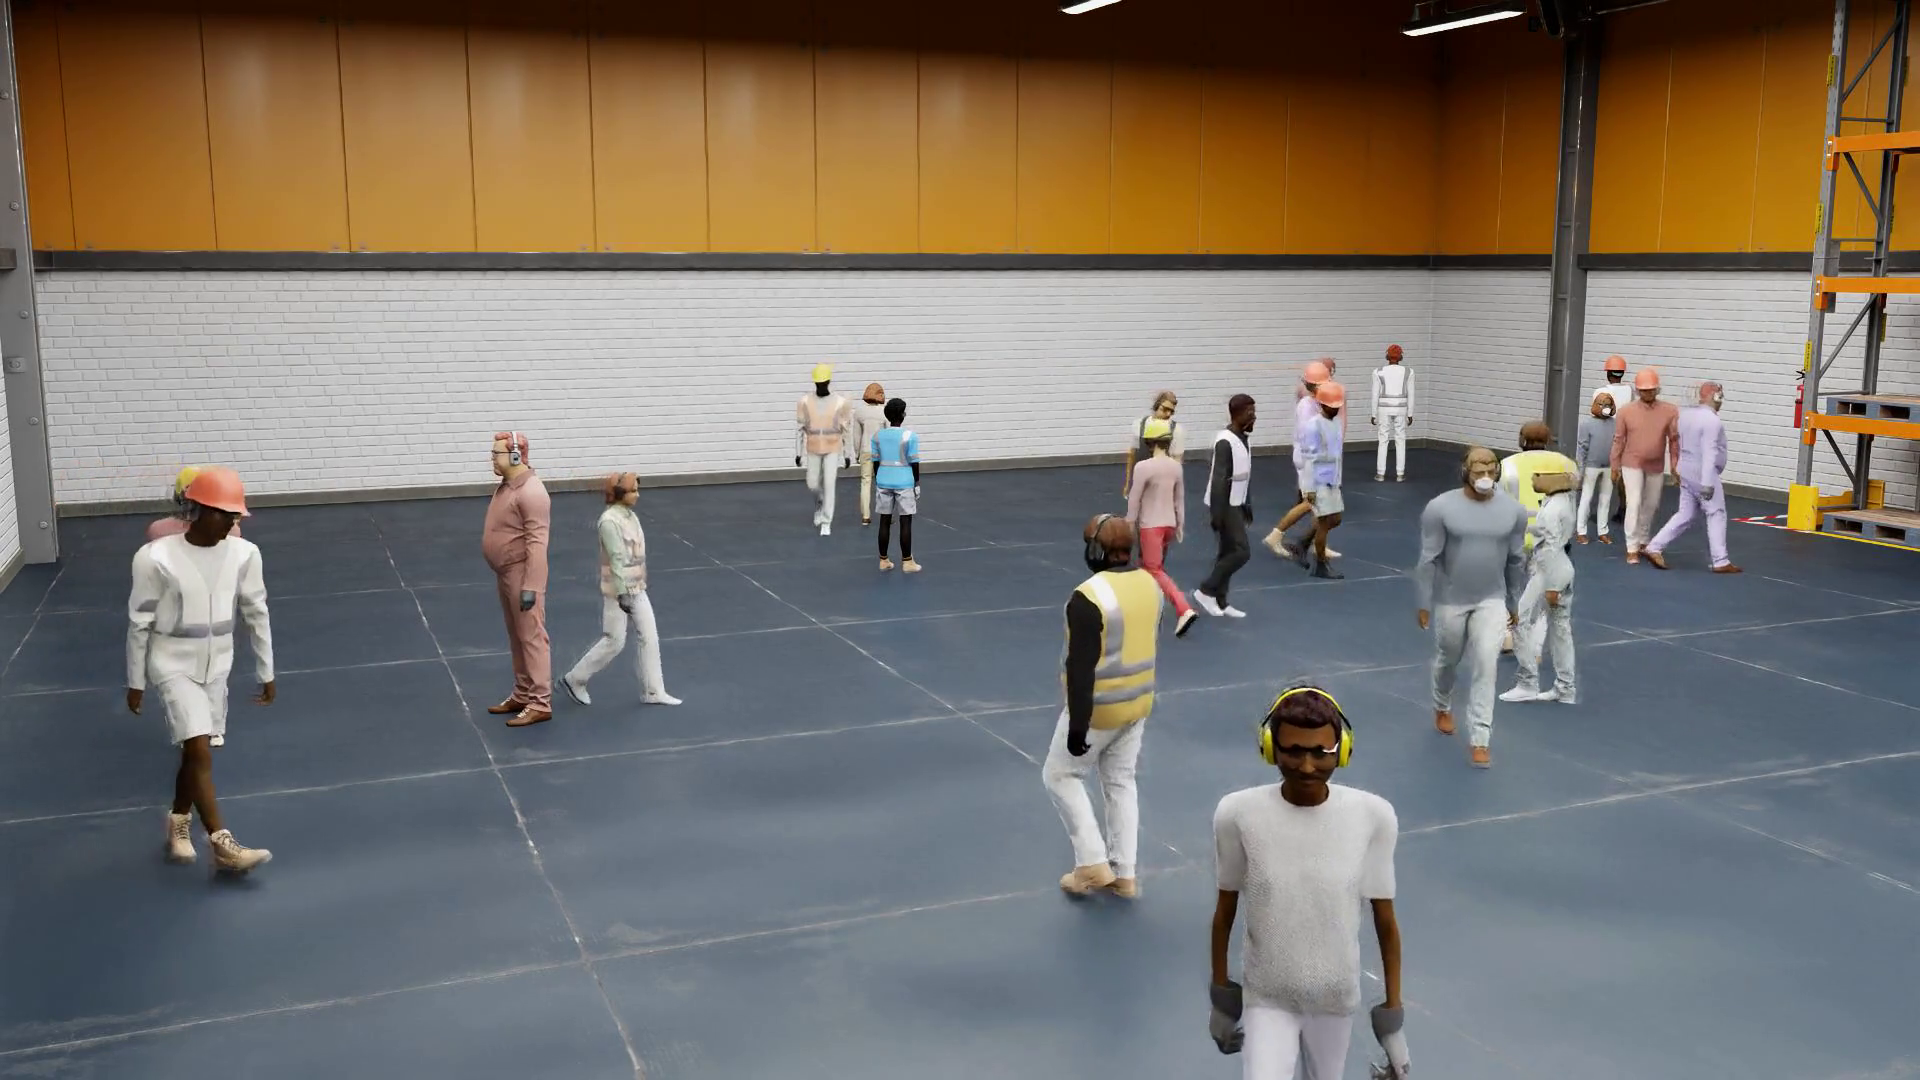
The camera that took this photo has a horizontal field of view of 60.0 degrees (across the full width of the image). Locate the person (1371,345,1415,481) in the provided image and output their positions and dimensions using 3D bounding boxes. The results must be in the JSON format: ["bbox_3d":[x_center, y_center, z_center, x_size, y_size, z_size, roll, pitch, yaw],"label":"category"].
[{"bbox_3d":[5.943,-1.740,22.864,0.574,1.883,0.356,1,9,9],"label":"person"}]

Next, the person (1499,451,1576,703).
[{"bbox_3d":[3.927,0.259,11.257,0.607,1.722,0.489,6,11,30],"label":"person"}]

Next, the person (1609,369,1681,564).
[{"bbox_3d":[6.857,-0.756,16.730,0.634,1.958,0.742,1,9,6],"label":"person"}]

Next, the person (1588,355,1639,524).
[{"bbox_3d":[7.493,-1.151,19.130,0.548,1.937,0.379,-1,9,-8],"label":"person"}]

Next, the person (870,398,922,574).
[{"bbox_3d":[-0.609,-0.522,16.038,0.535,1.700,0.318,5,11,27],"label":"person"}]

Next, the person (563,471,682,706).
[{"bbox_3d":[-2.289,0.334,11.106,0.722,1.612,0.519,2,10,12],"label":"person"}]

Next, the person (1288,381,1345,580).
[{"bbox_3d":[3.397,-0.564,15.733,0.585,1.895,0.571,9,13,44],"label":"person"}]

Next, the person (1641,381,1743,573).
[{"bbox_3d":[7.116,-0.605,16.094,0.882,1.865,0.694,0,9,2],"label":"person"}]

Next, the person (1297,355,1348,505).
[{"bbox_3d":[4.324,-1.268,19.976,0.640,1.893,0.693,5,11,28],"label":"person"}]

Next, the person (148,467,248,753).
[{"bbox_3d":[-4.618,0.426,10.116,0.561,1.746,0.514,-5,10,-26],"label":"person"}]

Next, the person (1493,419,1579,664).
[{"bbox_3d":[4.293,0.001,12.493,0.629,1.818,0.562,2,10,12],"label":"person"}]

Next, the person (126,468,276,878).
[{"bbox_3d":[-3.657,0.643,8.099,0.927,1.984,0.633,7,12,36],"label":"person"}]

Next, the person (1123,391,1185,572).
[{"bbox_3d":[1.828,-0.501,15.609,0.583,1.809,0.430,4,10,25],"label":"person"}]

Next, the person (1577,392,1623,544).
[{"bbox_3d":[6.806,-0.761,17.712,0.494,1.624,0.279,-1,9,-9],"label":"person"}]

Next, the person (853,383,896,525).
[{"bbox_3d":[-0.974,-0.977,18.996,0.498,1.633,0.284,3,10,20],"label":"person"}]

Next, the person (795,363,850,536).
[{"bbox_3d":[-1.508,-1.013,18.396,0.616,1.905,0.568,1,9,4],"label":"person"}]

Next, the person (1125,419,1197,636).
[{"bbox_3d":[1.641,-0.113,13.452,0.523,1.734,0.831,-9,13,-43],"label":"person"}]

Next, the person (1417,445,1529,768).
[{"bbox_3d":[3.101,0.350,10.158,0.645,1.911,0.957,1,9,7],"label":"person"}]

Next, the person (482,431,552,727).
[{"bbox_3d":[-2.877,0.243,10.772,0.406,1.911,0.636,-6,11,-30],"label":"person"}]

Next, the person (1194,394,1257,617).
[{"bbox_3d":[2.271,-0.274,13.919,0.446,1.903,0.605,3,10,20],"label":"person"}]

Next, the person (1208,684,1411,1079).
[{"bbox_3d":[0.950,1.313,4.511,0.516,1.844,0.670,0,9,1],"label":"person"}]

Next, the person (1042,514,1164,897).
[{"bbox_3d":[0.662,0.781,7.771,0.491,1.818,0.651,8,13,41],"label":"person"}]

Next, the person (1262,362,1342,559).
[{"bbox_3d":[3.506,-0.788,16.811,0.717,2.017,0.636,4,10,21],"label":"person"}]
